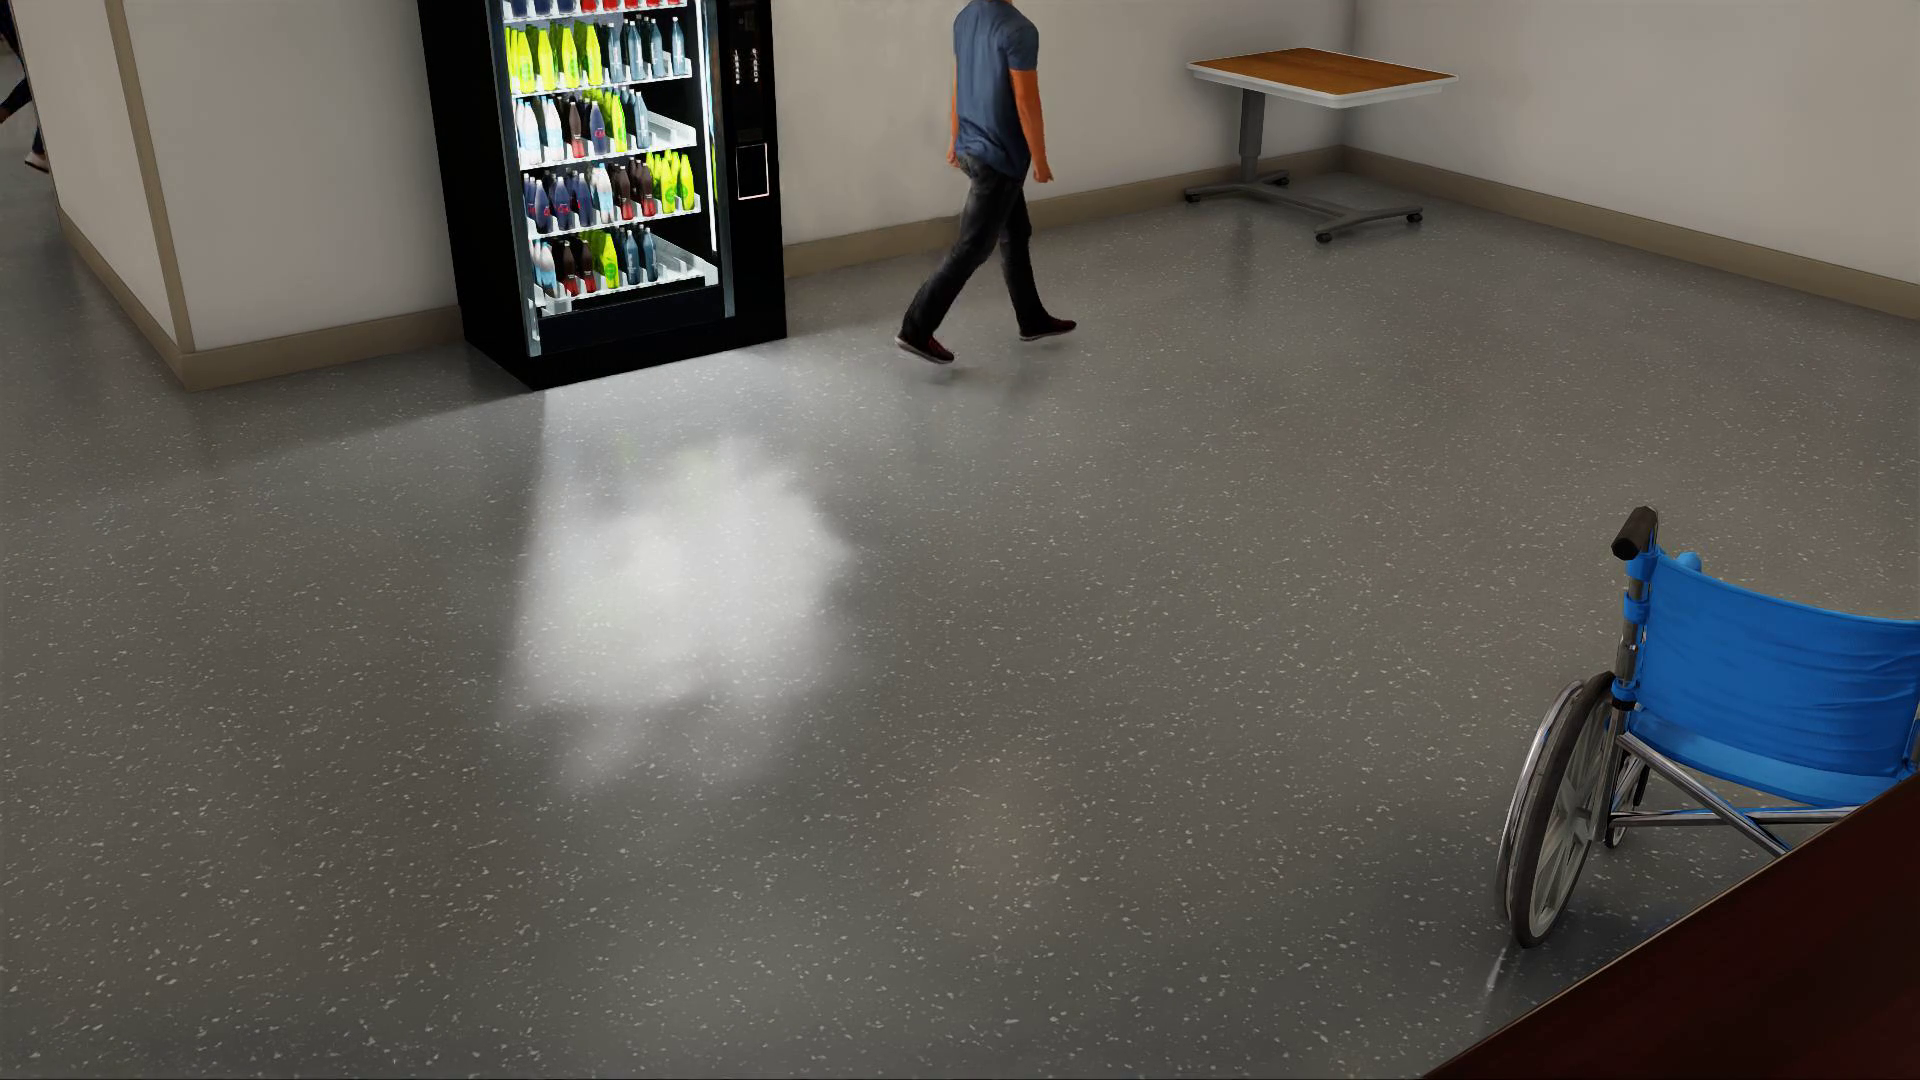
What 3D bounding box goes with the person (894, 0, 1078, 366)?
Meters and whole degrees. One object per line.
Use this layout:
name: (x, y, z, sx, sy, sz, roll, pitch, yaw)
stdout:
person: (0.055, -1.577, 6.917, 1.191, 1.767, 0.772, -12, 28, -23)
